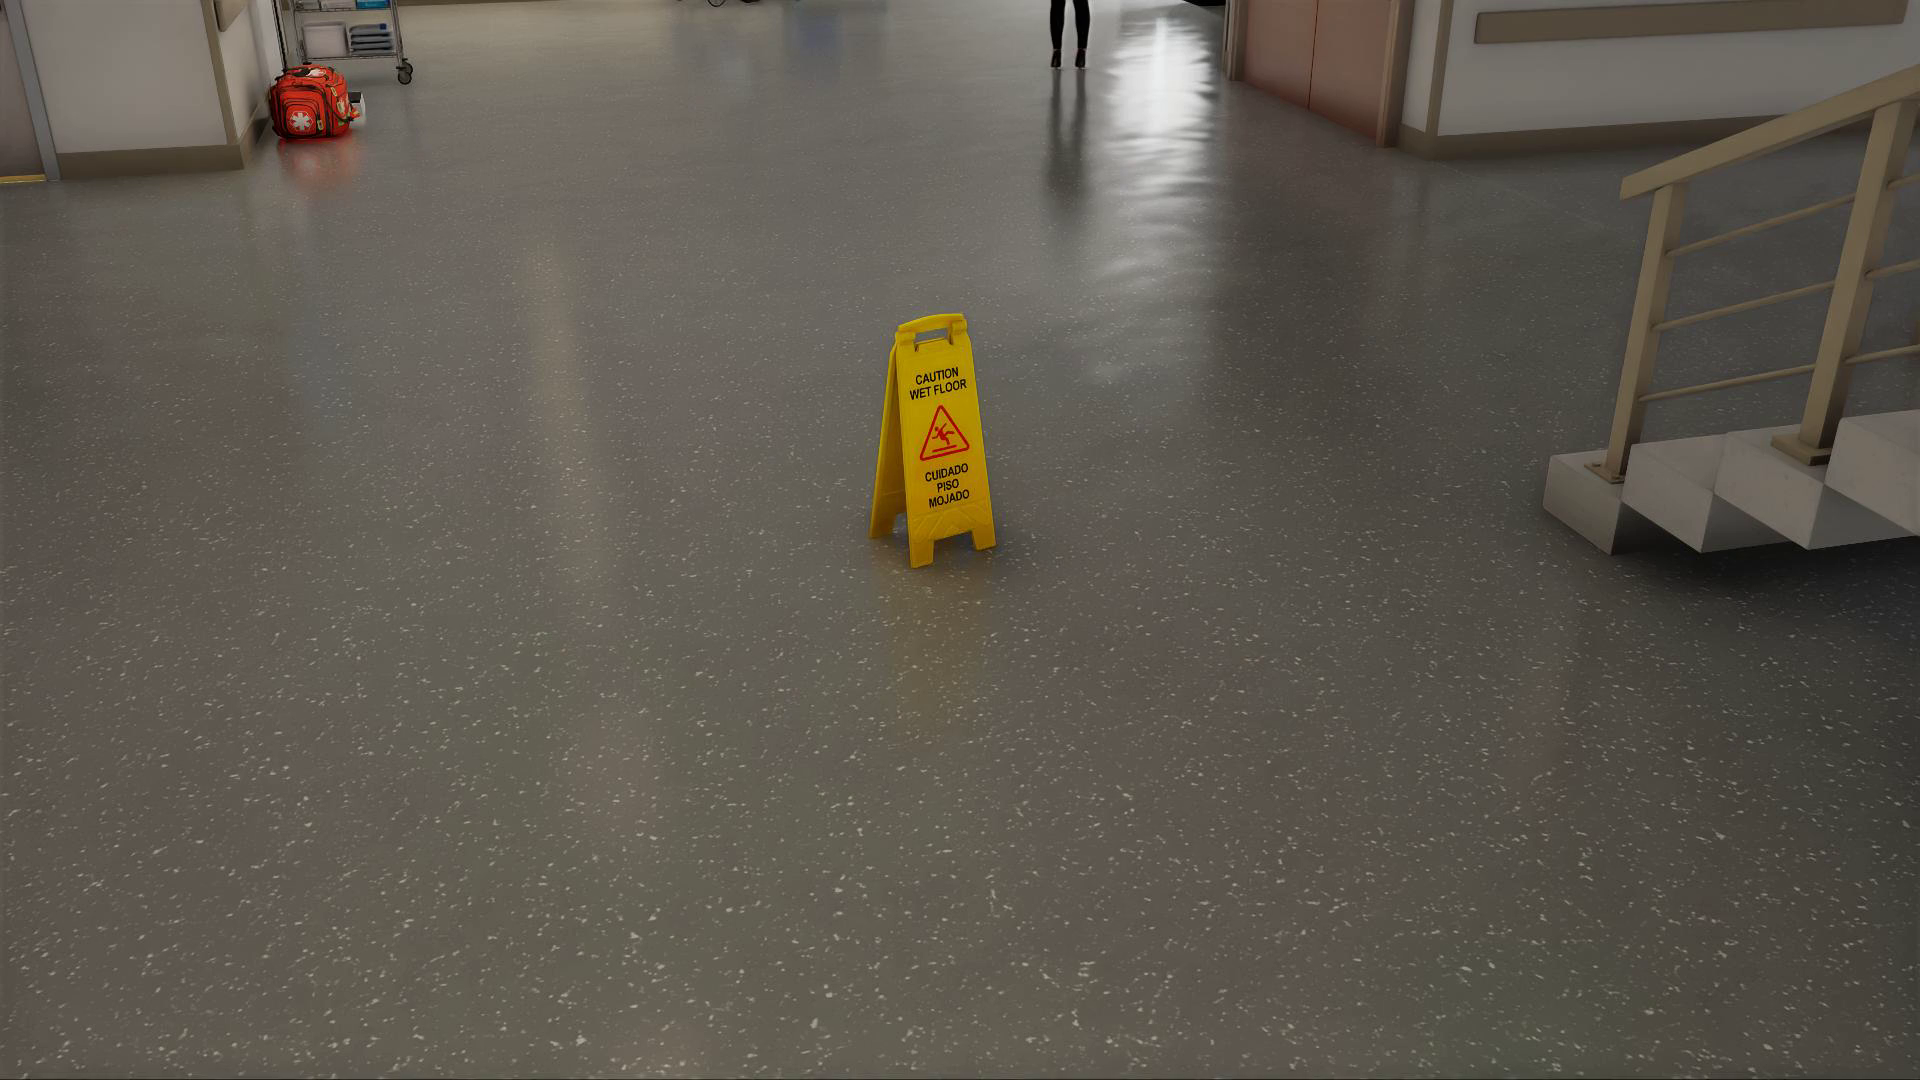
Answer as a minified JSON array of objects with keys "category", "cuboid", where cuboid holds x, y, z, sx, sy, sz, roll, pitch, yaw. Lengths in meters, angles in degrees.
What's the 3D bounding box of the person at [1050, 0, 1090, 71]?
[{"category":"person","cuboid":[0.881,-4.636,13.234,0.581,1.710,0.505,-4,26,-8]}]
